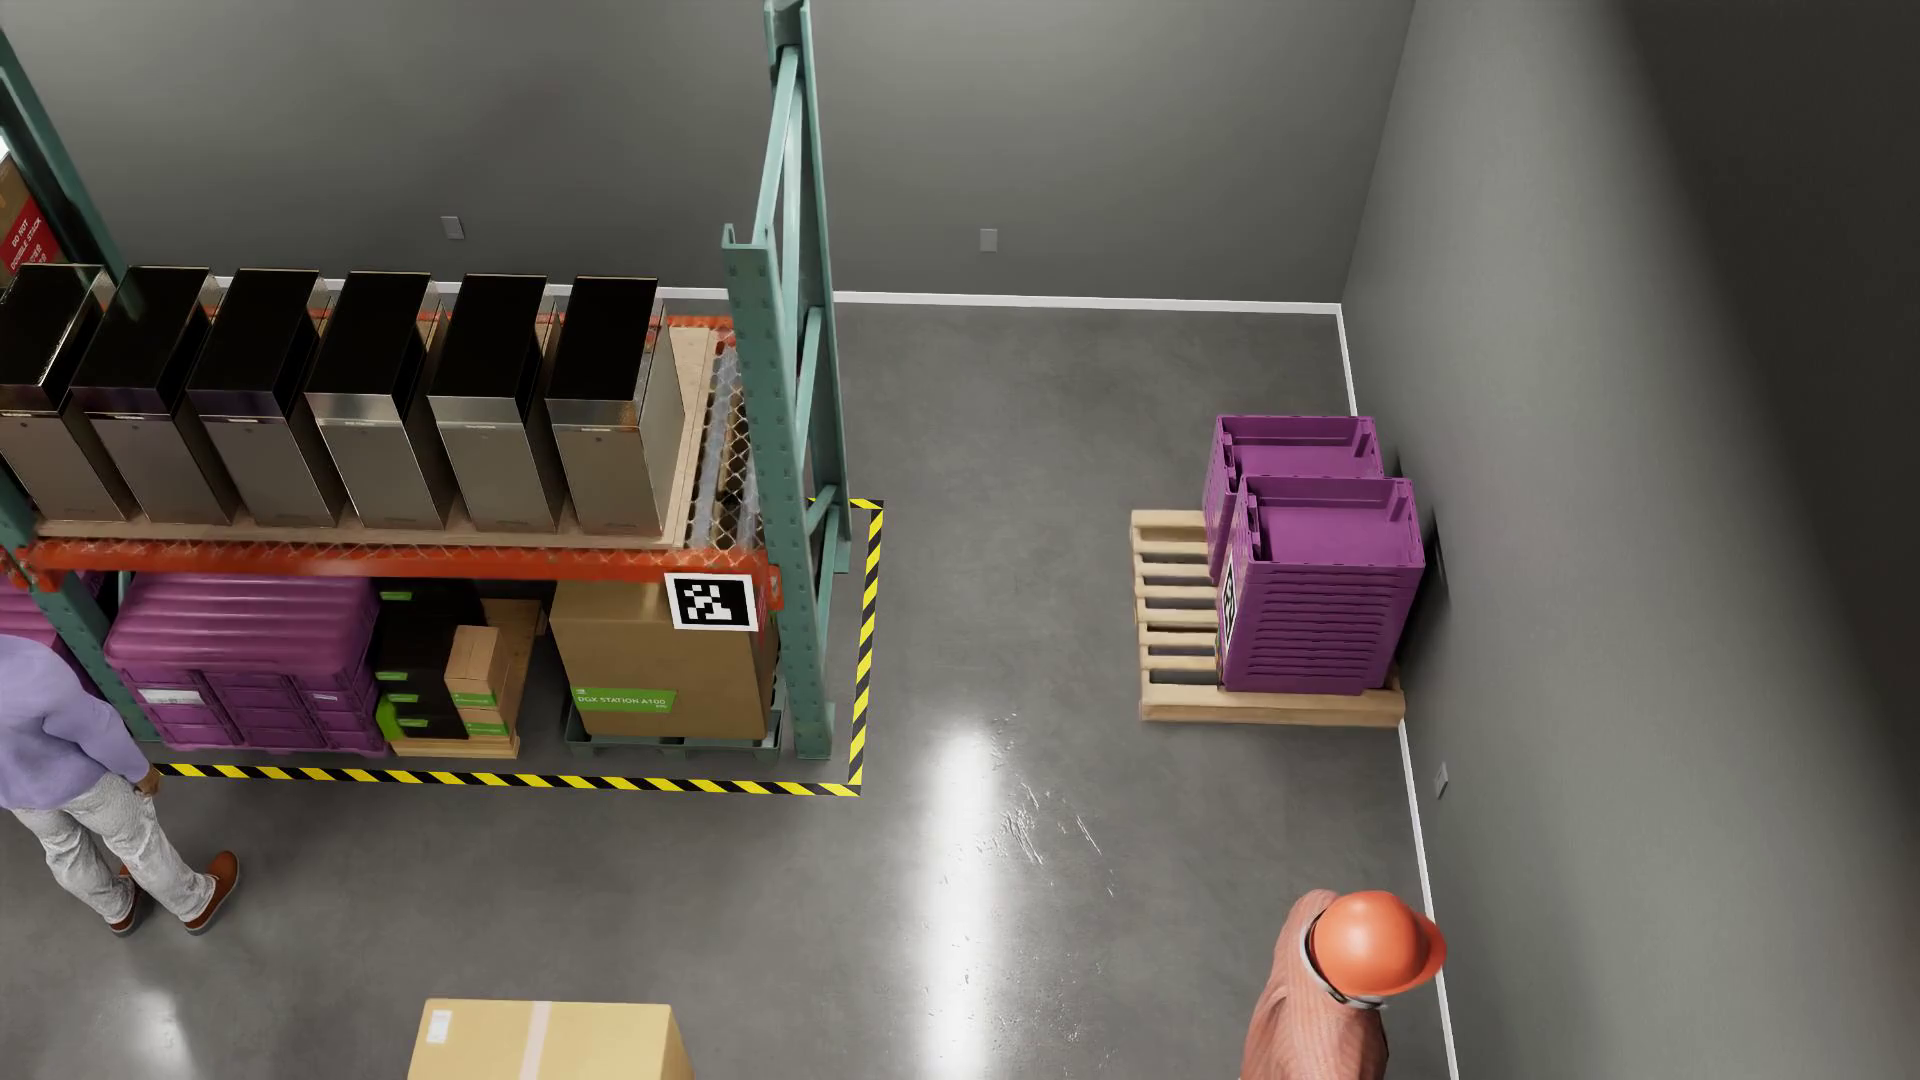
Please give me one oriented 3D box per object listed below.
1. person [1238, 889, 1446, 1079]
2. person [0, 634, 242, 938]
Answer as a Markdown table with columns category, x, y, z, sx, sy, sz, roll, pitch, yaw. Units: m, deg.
| category | x | y | z | sx | sy | sz | roll | pitch | yaw |
| --- | --- | --- | --- | --- | --- | --- | --- | --- | --- |
| person | 0.936 | 1.468 | 4.505 | 0.374 | 1.997 | 0.614 | 2 | 52 | 1 |
| person | -2.809 | 0.694 | 5.150 | 0.631 | 1.940 | 0.370 | 2 | 52 | 1 |
